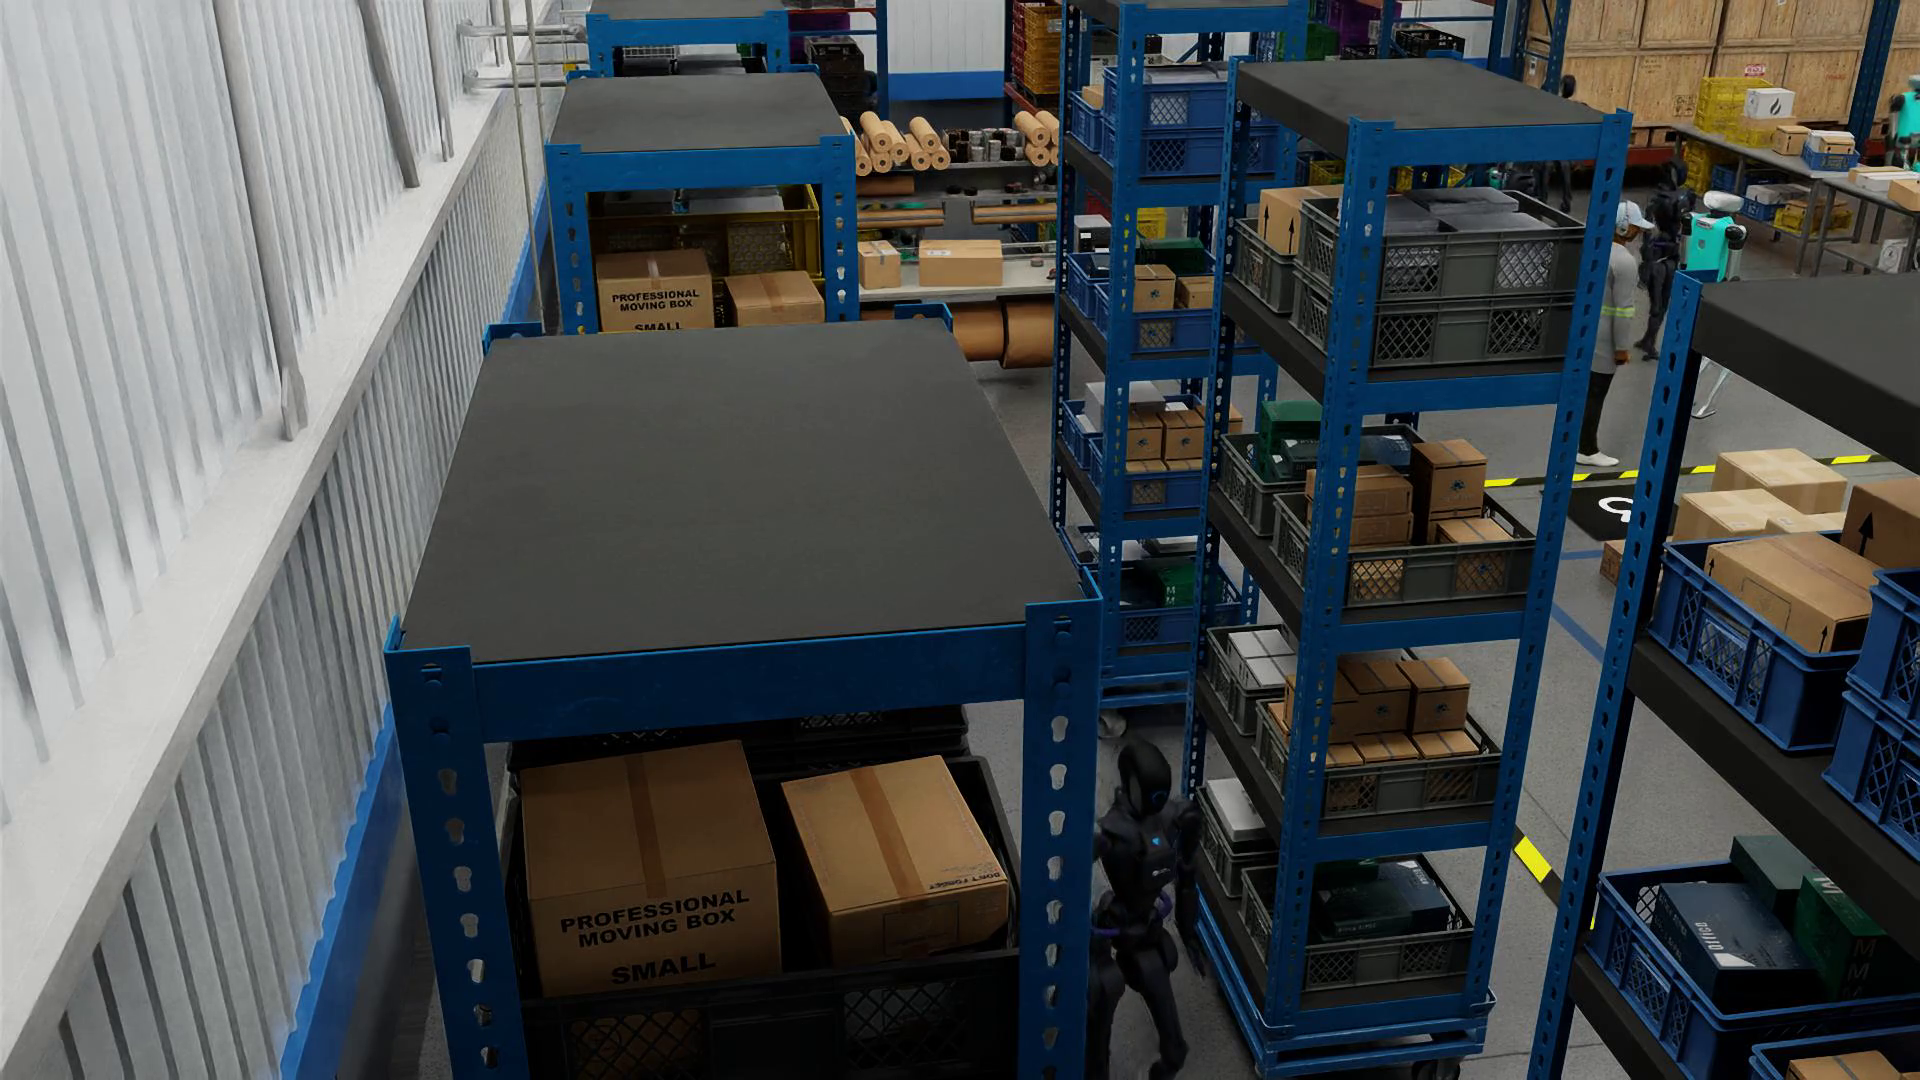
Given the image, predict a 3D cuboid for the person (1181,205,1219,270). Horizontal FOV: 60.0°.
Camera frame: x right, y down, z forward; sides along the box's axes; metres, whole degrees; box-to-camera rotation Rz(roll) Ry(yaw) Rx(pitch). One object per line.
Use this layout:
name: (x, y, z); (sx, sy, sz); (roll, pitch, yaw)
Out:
person: (2.343, -3.395, 15.814); (0.432, 1.836, 0.617); (-15, 29, -29)

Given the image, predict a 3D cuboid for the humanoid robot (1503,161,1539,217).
humanoid robot: (4.785, -2.633, 14.400); (0.792, 1.622, 0.611); (-1, 25, -3)

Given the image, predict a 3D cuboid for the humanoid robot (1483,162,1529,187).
humanoid robot: (5.443, -3.728, 16.739); (0.589, 1.622, 0.590); (1, 25, 2)

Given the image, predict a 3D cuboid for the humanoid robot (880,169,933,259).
humanoid robot: (-0.588, -2.363, 13.713); (0.712, 1.815, 0.541); (17, 30, 32)

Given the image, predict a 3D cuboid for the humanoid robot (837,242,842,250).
humanoid robot: (-1.157, -2.302, 13.666); (0.526, 1.646, 0.596); (-14, 28, -27)

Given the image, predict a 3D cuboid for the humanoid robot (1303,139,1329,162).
humanoid robot: (4.248, -4.866, 19.142); (0.532, 1.799, 0.824); (-21, 32, -38)

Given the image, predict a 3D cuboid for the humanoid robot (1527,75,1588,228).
humanoid robot: (6.195, -3.969, 17.230); (0.608, 1.650, 0.383); (1, 25, 3)

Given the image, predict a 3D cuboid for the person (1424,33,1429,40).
person: (4.934, -4.486, 17.999); (0.616, 1.992, 1.038); (3, 25, 7)

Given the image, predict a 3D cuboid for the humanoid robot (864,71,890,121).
humanoid robot: (-0.929, -4.133, 17.611); (0.600, 1.634, 0.599); (-21, 32, -37)

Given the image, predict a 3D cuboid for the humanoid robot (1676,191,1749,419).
humanoid robot: (5.570, -1.731, 12.143); (0.735, 1.677, 0.533); (-11, 27, -23)

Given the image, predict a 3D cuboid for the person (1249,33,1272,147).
person: (3.462, -5.083, 19.414); (0.355, 1.884, 0.575); (10, 26, 20)

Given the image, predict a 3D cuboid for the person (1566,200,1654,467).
person: (4.461, -1.428, 11.511); (0.396, 1.849, 0.587); (-4, 25, -9)

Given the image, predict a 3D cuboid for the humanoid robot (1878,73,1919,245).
humanoid robot: (9.501, -3.702, 16.474); (0.539, 1.703, 0.738); (-2, 25, -4)

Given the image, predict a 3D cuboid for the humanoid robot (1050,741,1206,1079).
humanoid robot: (0.556, 1.380, 5.608); (0.614, 1.644, 0.362); (-14, 28, -28)

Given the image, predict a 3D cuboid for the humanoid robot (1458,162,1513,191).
humanoid robot: (5.211, -3.696, 16.529); (0.536, 1.758, 0.683); (6, 25, 13)

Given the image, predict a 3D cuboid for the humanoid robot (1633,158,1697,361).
humanoid robot: (5.828, -2.290, 13.606); (0.597, 1.649, 0.511); (-12, 27, -25)
